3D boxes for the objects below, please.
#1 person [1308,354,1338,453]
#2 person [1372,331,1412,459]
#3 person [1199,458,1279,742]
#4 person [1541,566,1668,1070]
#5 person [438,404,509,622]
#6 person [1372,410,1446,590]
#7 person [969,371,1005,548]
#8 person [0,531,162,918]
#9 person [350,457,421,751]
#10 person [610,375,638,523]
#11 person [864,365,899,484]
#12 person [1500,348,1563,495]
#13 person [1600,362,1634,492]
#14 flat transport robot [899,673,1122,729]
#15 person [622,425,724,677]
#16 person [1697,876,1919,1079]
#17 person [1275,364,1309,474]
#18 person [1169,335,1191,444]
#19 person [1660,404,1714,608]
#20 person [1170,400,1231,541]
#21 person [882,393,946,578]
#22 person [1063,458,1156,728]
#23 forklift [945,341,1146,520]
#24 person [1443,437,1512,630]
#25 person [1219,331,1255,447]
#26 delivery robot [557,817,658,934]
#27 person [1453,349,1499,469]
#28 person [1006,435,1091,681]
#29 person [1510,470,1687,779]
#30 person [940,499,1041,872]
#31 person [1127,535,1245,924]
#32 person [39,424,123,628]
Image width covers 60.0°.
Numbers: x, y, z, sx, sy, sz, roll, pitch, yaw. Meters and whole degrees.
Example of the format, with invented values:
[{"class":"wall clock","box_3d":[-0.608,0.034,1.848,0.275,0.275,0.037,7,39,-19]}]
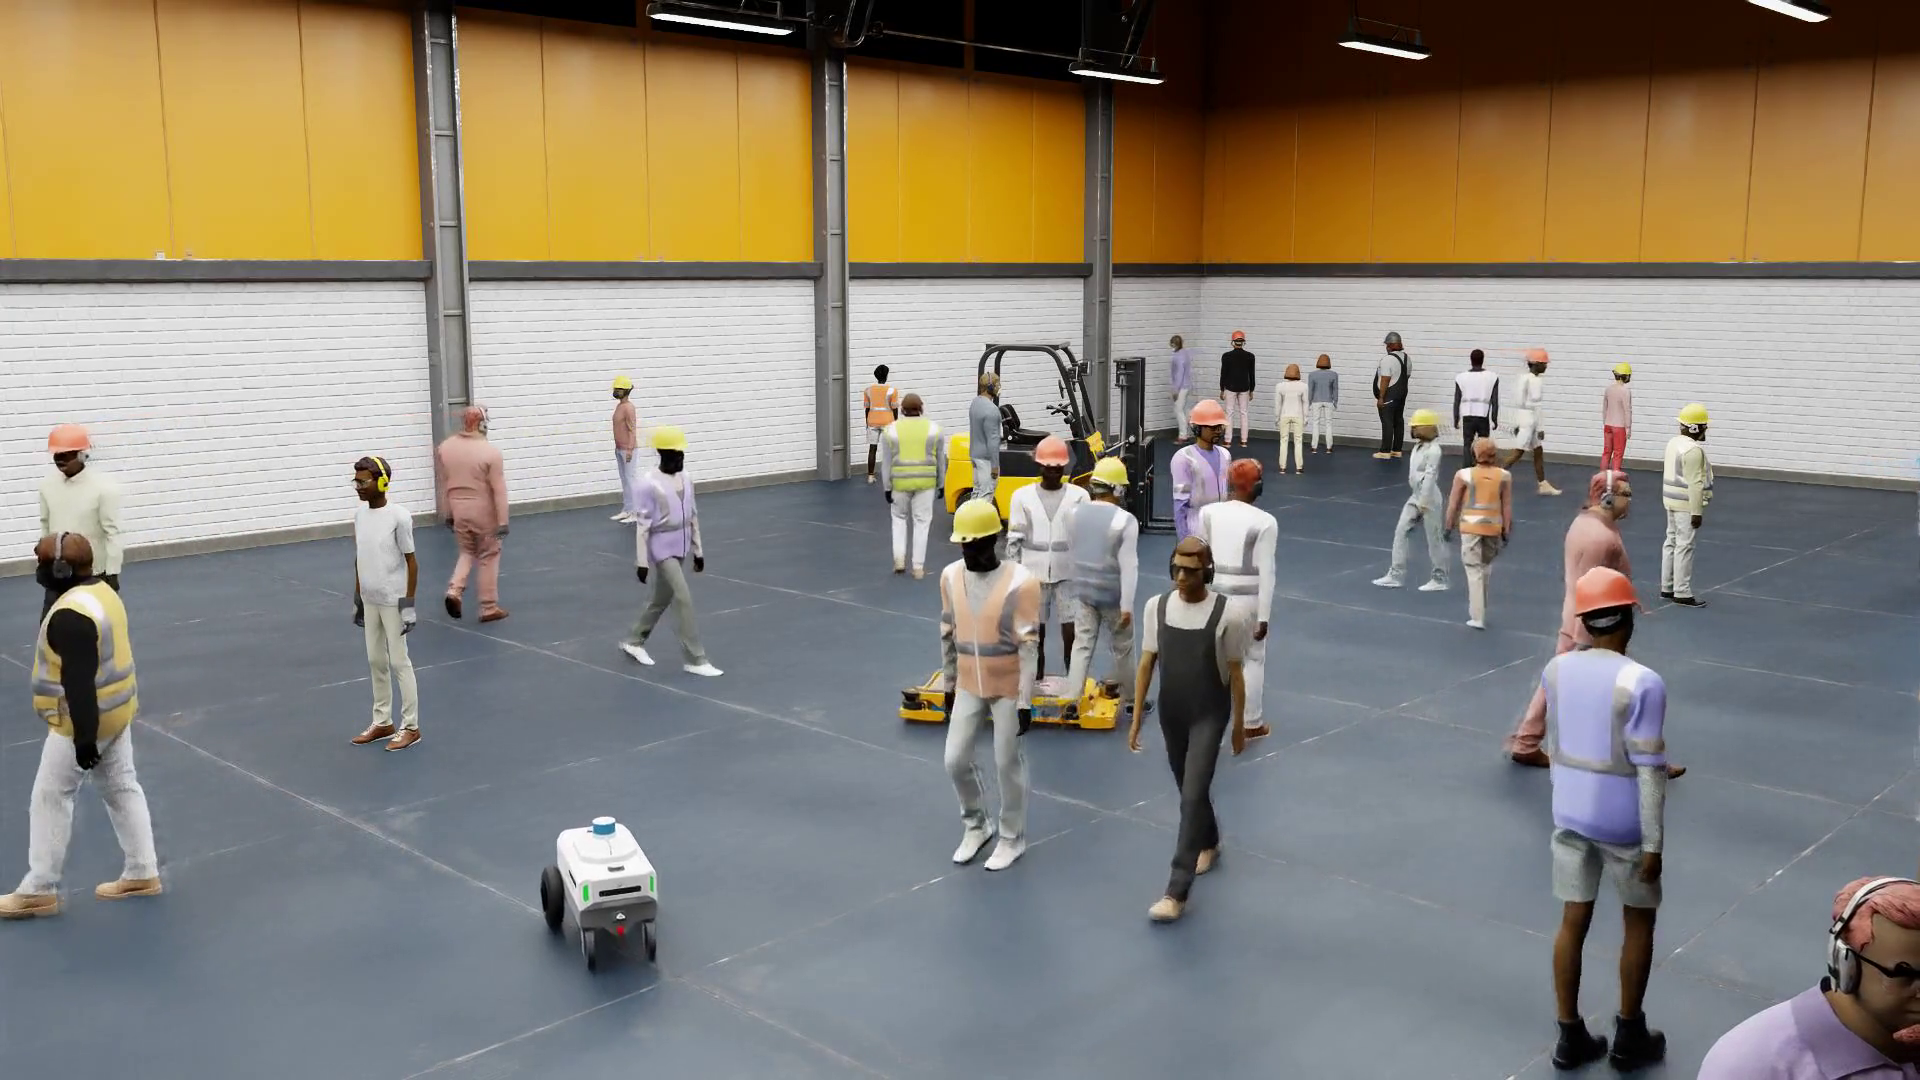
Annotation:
[{"class":"person","box_3d":[5.982,-2.248,27.449,0.508,1.632,0.271,1,9,5]},{"class":"person","box_3d":[6.888,-2.328,26.700,0.683,2.000,0.538,-8,12,-41]},{"class":"person","box_3d":[1.704,0.407,10.492,0.587,1.862,0.786,7,12,37]},{"class":"person","box_3d":[2.454,1.060,6.366,0.559,1.896,0.583,-6,11,-34]},{"class":"person","box_3d":[-4.142,-0.214,14.206,0.664,1.889,0.496,4,10,21]},{"class":"person","box_3d":[4.261,-0.359,15.633,0.768,1.717,0.491,-2,9,-12]},{"class":"person","box_3d":[0.283,-0.866,18.091,0.361,1.933,0.628,-3,10,-17]},{"class":"person","box_3d":[-4.246,0.862,7.845,0.831,1.810,0.656,-2,9,-12]},{"class":"person","box_3d":[-3.653,0.397,10.513,0.535,1.869,0.312,5,11,29]},{"class":"person","box_3d":[-4.024,-1.089,19.934,0.306,1.772,0.527,-5,11,-29]},{"class":"person","box_3d":[-1.108,-1.626,23.480,0.532,1.691,0.321,3,10,18]},{"class":"person","box_3d":[7.545,-1.566,22.207,1.026,1.999,0.630,1,9,5]},{"class":"person","box_3d":[8.980,-1.535,22.679,0.326,1.767,0.533,-3,10,-15]},{"class":"flat transport robot","box_3d":[0.355,1.069,11.281,1.431,0.197,0.652,2,9,10]},{"class":"person","box_3d":[-2.213,0.064,12.542,0.963,1.886,0.604,4,10,25]},{"class":"person","box_3d":[1.734,1.570,3.209,0.643,1.909,0.410,-1,9,-7]},{"class":"person","box_3d":[4.920,-1.796,24.677,0.498,1.634,0.278,3,10,16]},{"class":"person","box_3d":[3.827,-2.607,28.865,0.473,1.895,0.770,1,9,6]},{"class":"person","box_3d":[6.551,-0.313,14.982,0.404,1.832,0.599,0,9,1]},{"class":"person","box_3d":[1.882,-0.056,12.762,0.607,2.044,0.377,-9,13,-42]},{"class":"person","box_3d":[-0.452,-0.540,16.425,0.634,1.825,0.544,0,9,-1]},{"class":"person","box_3d":[0.974,0.348,11.055,0.594,1.795,0.819,7,12,37]},{"class":"forklift","box_3d":[0.977,-1.223,19.452,2.313,2.155,1.214,2,9,11]},{"class":"person","box_3d":[4.387,-0.074,14.202,0.518,1.613,0.730,-1,9,-8]},{"class":"person","box_3d":[4.717,-2.566,28.334,0.617,1.986,0.400,-2,9,-9]},{"class":"delivery robot","box_3d":[-1.599,1.496,7.509,0.477,0.478,0.707,-4,10,-22]},{"class":"person","box_3d":[7.312,-1.753,23.603,0.618,1.900,0.480,3,10,18]},{"class":"person","box_3d":[0.601,0.253,11.239,0.579,1.929,0.413,1,9,3]},{"class":"person","box_3d":[3.812,0.500,9.930,0.991,1.853,0.666,2,9,11]},{"class":"person","box_3d":[0.143,0.733,8.349,0.619,1.903,0.480,5,11,29]},{"class":"person","box_3d":[1.121,0.848,8.026,0.511,1.794,0.994,6,11,32]},{"class":"person","box_3d":[-6.041,0.200,11.370,0.643,1.979,0.518,1,9,9]}]
